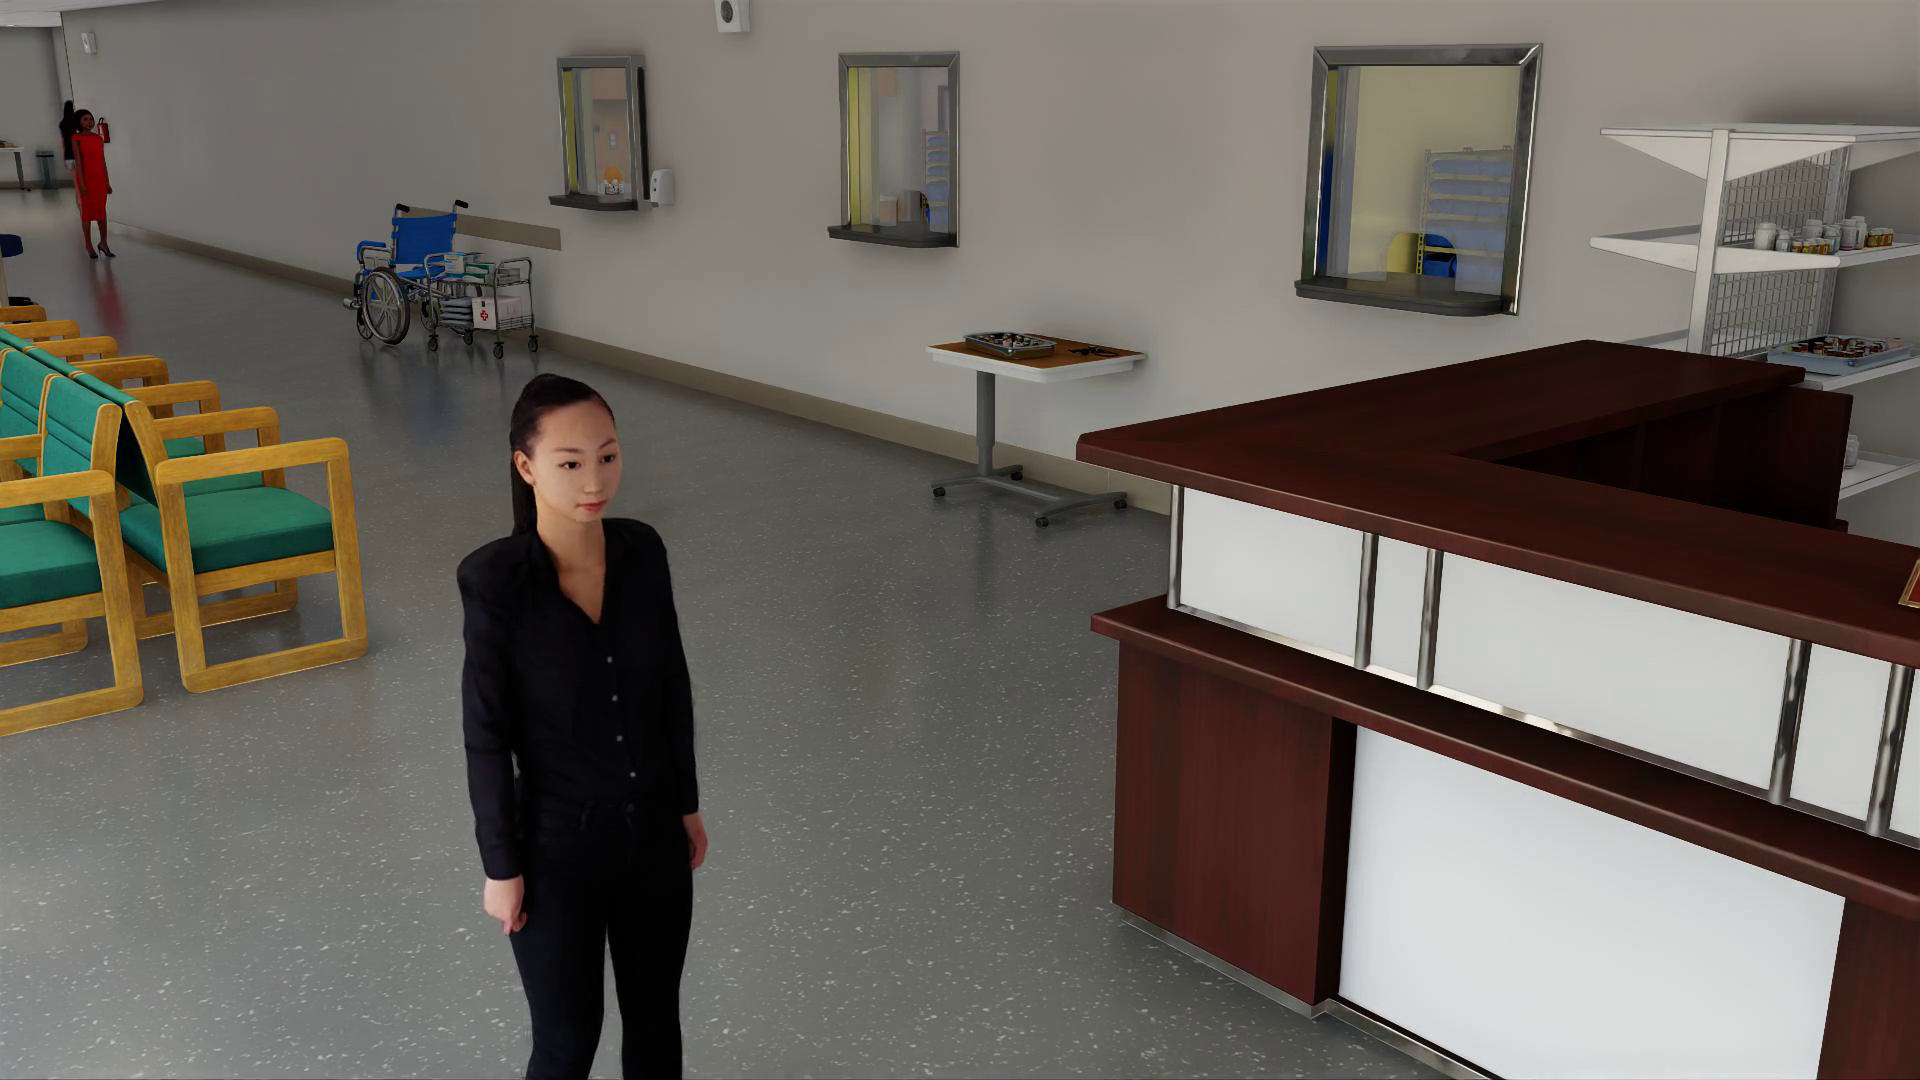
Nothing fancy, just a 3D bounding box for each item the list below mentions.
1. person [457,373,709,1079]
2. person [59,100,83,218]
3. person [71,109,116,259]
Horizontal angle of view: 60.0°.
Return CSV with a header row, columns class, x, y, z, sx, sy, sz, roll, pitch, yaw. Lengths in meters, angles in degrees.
class,x,y,z,sx,sy,sz,roll,pitch,yaw
person,-0.647,0.549,2.926,0.436,1.710,0.647,-15,21,-42
person,-13.364,-5.730,25.142,0.866,1.741,0.909,1,16,4
person,-10.465,-4.295,20.046,0.696,1.743,0.562,8,18,27
